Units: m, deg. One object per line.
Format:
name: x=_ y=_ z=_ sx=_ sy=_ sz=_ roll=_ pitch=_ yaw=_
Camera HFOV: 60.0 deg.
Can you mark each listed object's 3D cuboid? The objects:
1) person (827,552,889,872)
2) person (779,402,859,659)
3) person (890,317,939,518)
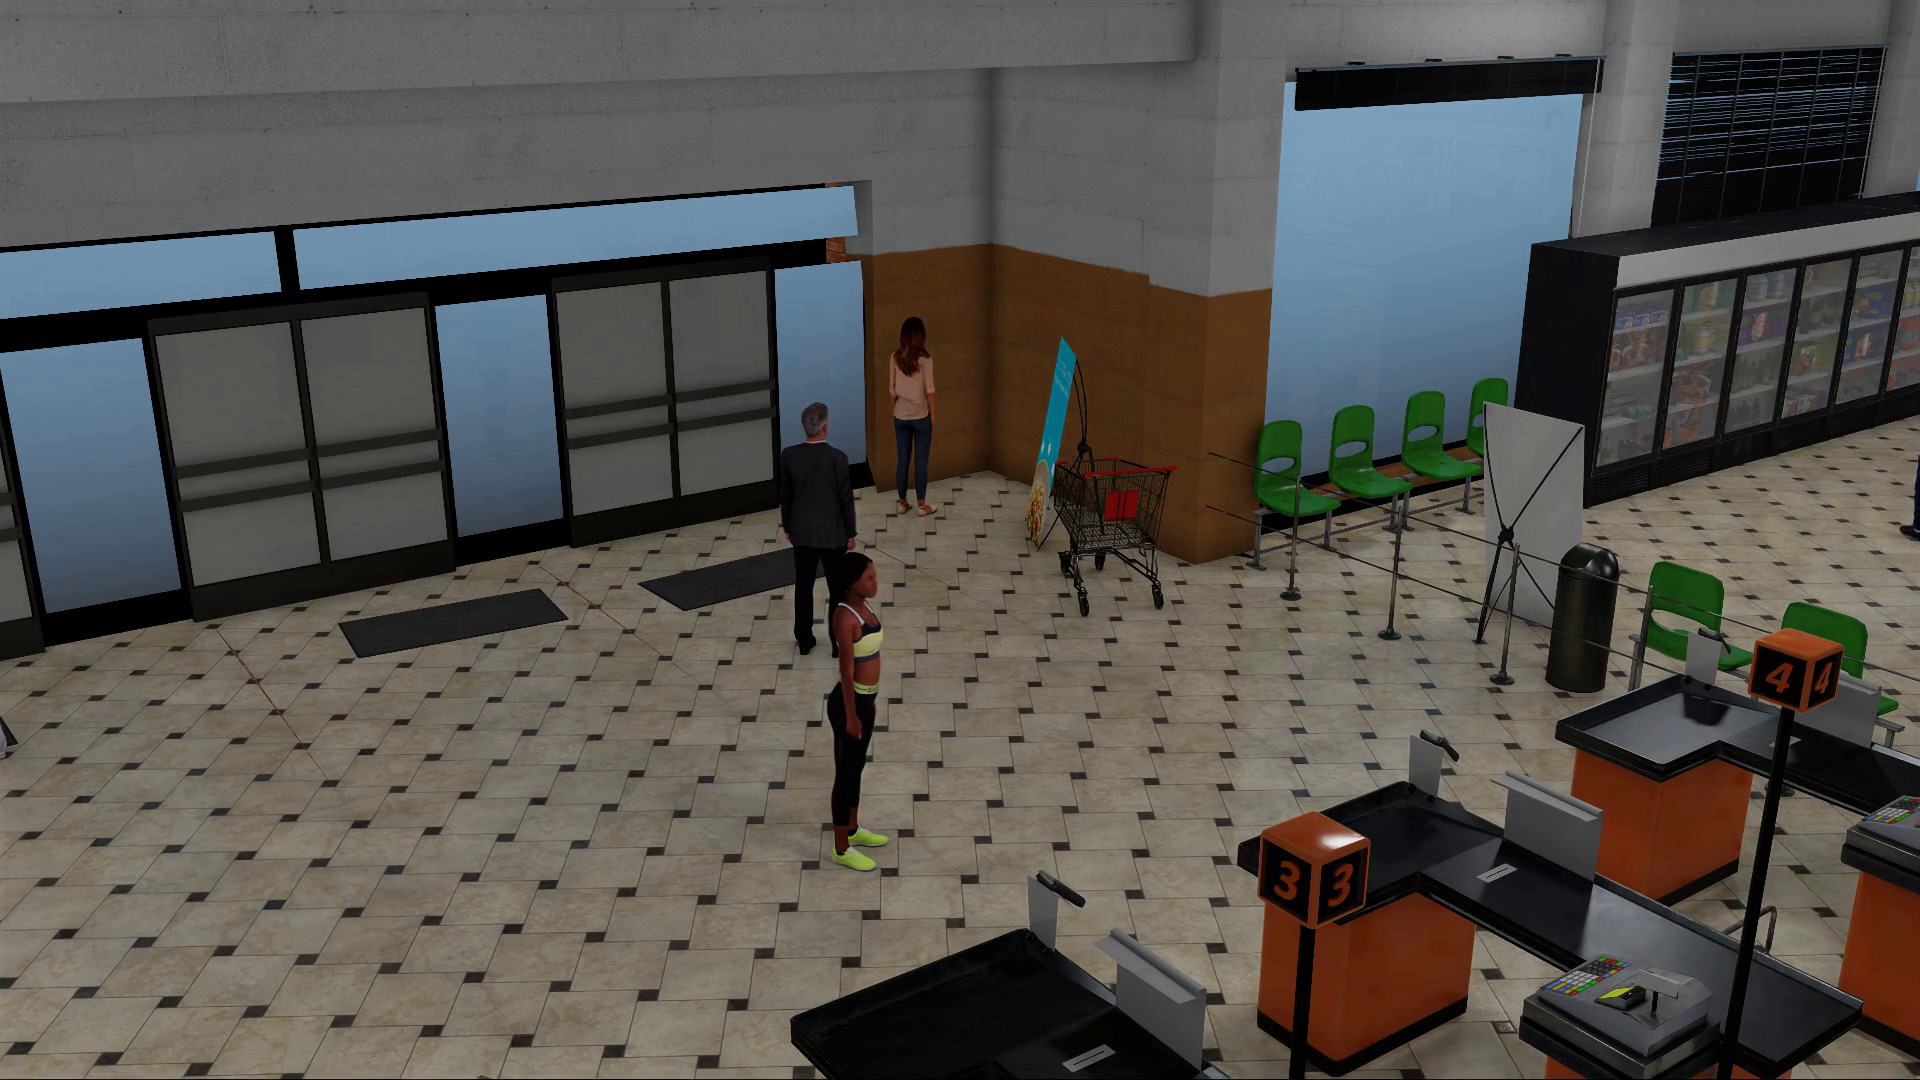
person: x=-0.582 y=0.897 z=8.937 sx=0.689 sy=1.754 sz=0.641 roll=5 pitch=19 yaw=14
person: x=-0.984 y=-0.074 z=11.677 sx=0.777 sy=1.842 sz=0.870 roll=6 pitch=19 yaw=16
person: x=-0.424 y=-1.098 z=14.793 sx=0.618 sy=1.792 sz=0.729 roll=9 pitch=20 yaw=24
